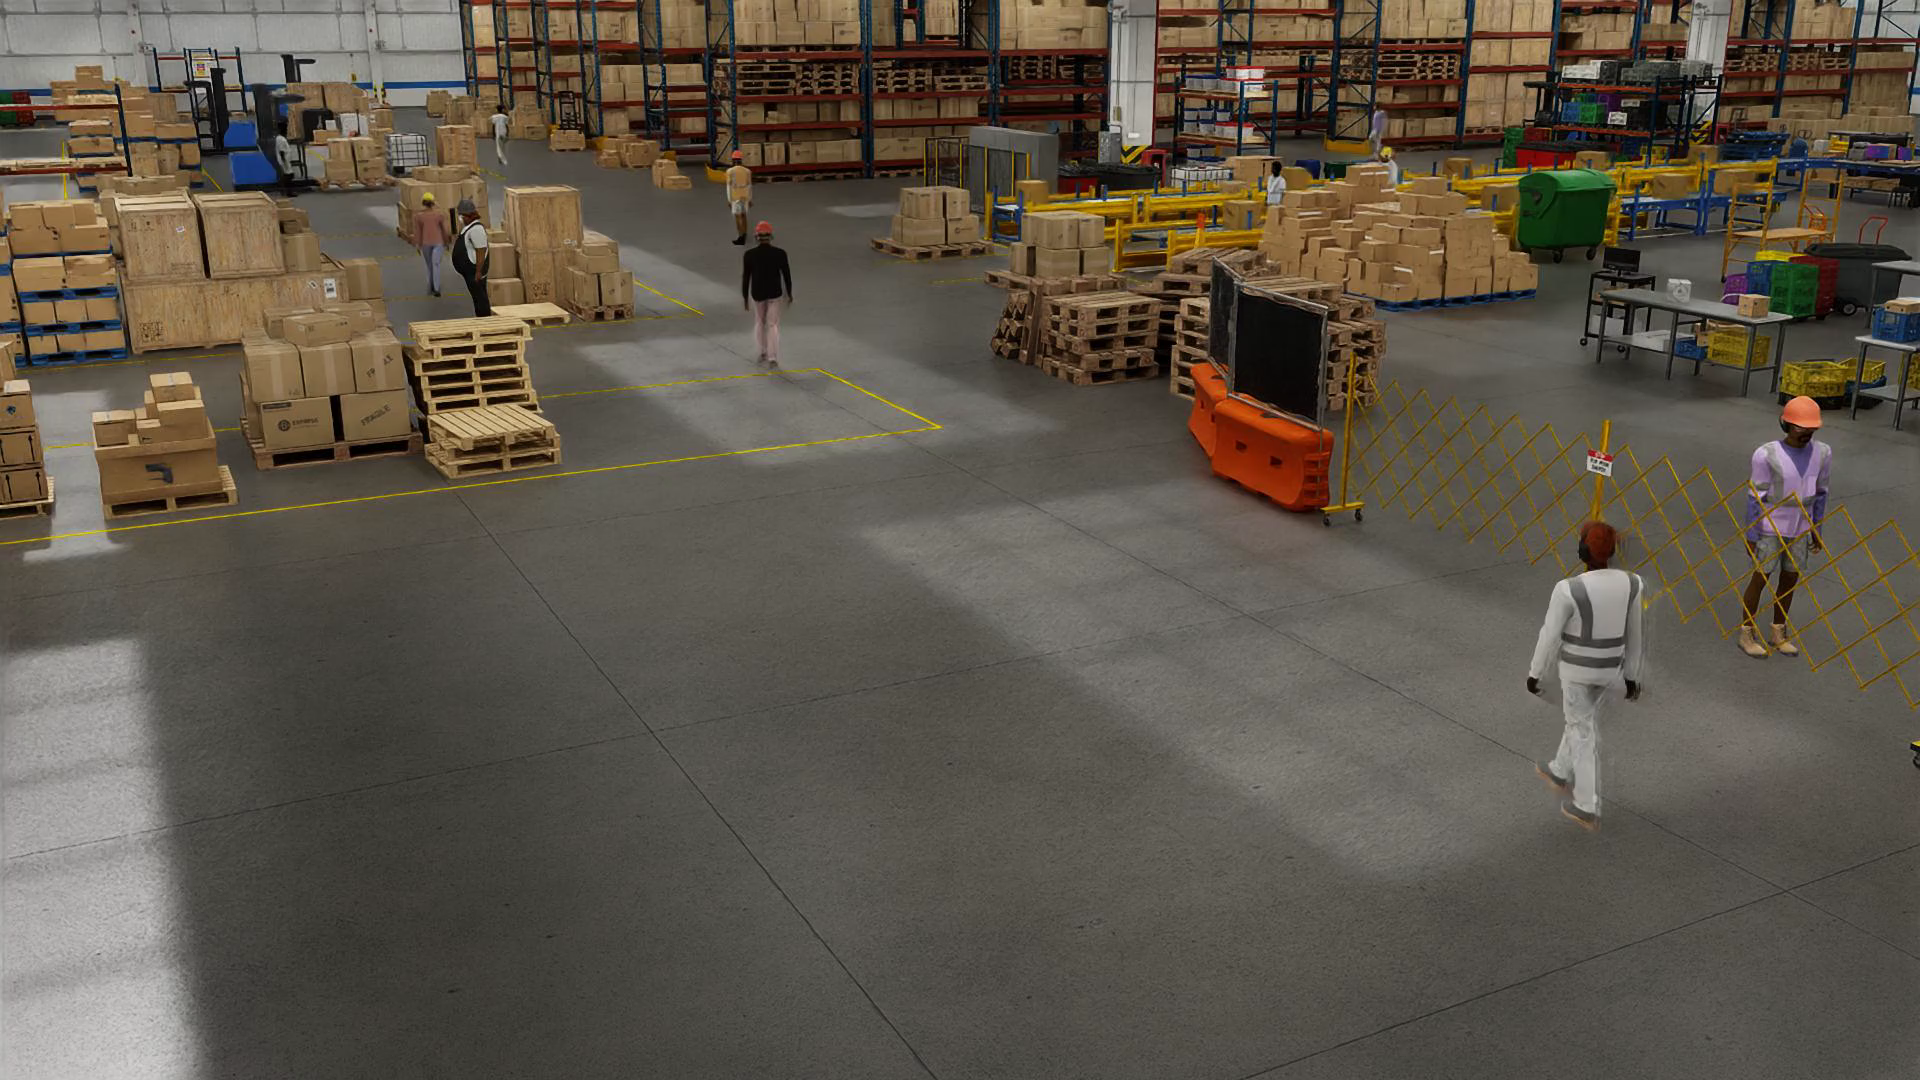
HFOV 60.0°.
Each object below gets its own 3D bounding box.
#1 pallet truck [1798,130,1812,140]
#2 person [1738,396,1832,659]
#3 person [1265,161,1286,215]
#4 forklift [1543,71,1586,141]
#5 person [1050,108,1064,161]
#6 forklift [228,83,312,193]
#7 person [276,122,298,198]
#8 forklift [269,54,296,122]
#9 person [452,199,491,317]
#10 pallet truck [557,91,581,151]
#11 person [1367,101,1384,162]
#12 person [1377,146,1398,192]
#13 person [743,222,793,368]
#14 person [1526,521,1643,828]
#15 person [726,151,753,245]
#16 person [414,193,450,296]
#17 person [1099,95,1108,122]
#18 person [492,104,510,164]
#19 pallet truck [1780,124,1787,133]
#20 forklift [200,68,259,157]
[{"bbox_3d":[25.526,-11.556,49.408,1.630,1.274,0.653,-9,20,-26],"label":"pallet truck"},{"bbox_3d":[6.190,-0.086,12.478,0.606,2.038,0.393,-2,18,-6],"label":"person"},{"bbox_3d":[6.665,-7.122,34.957,0.594,1.681,0.543,-8,19,-22],"label":"person"},{"bbox_3d":[18.685,-13.231,52.085,1.873,2.768,1.129,-9,20,-26],"label":"forklift"},{"bbox_3d":[2.985,-12.983,53.254,0.721,1.673,0.538,-9,20,-25],"label":"person"},{"bbox_3d":[-18.284,-10.567,43.777,1.873,2.768,1.129,-9,20,-26],"label":"forklift"},{"bbox_3d":[-17.321,-9.752,42.735,0.423,1.946,0.630,-5,19,-16],"label":"person"},{"bbox_3d":[-28.361,-19.144,70.516,1.873,2.768,1.129,-9,20,-26],"label":"forklift"},{"bbox_3d":[-7.312,-4.071,24.880,0.535,2.000,0.687,-8,20,-24],"label":"person"},{"bbox_3d":[-13.495,-14.412,57.188,0.823,1.965,1.885,-3,18,-9],"label":"pallet truck"},{"bbox_3d":[13.119,-12.895,52.577,0.546,1.921,0.661,0,18,-1],"label":"person"},{"bbox_3d":[9.498,-7.853,37.040,0.674,1.810,0.595,-9,20,-27],"label":"person"},{"bbox_3d":[-2.636,-3.395,22.919,0.638,1.949,0.961,1,18,3],"label":"person"},{"bbox_3d":[3.726,0.758,10.120,0.612,1.852,0.854,-5,18,-15],"label":"person"},{"bbox_3d":[-4.592,-7.108,34.614,0.543,1.888,0.681,-10,20,-29],"label":"person"},{"bbox_3d":[-9.053,-5.081,28.549,0.537,1.710,0.931,-4,18,-12],"label":"person"},{"bbox_3d":[5.900,-17.520,67.516,0.562,1.594,0.843,-12,21,-33],"label":"person"},{"bbox_3d":[-14.359,-12.688,52.051,0.528,1.858,0.531,-4,18,-11],"label":"person"},{"bbox_3d":[25.206,-12.542,52.601,1.601,1.201,0.680,0,18,-2],"label":"pallet truck"},{"bbox_3d":[-24.369,-14.147,54.940,1.873,2.768,1.129,-9,20,-26],"label":"forklift"}]
